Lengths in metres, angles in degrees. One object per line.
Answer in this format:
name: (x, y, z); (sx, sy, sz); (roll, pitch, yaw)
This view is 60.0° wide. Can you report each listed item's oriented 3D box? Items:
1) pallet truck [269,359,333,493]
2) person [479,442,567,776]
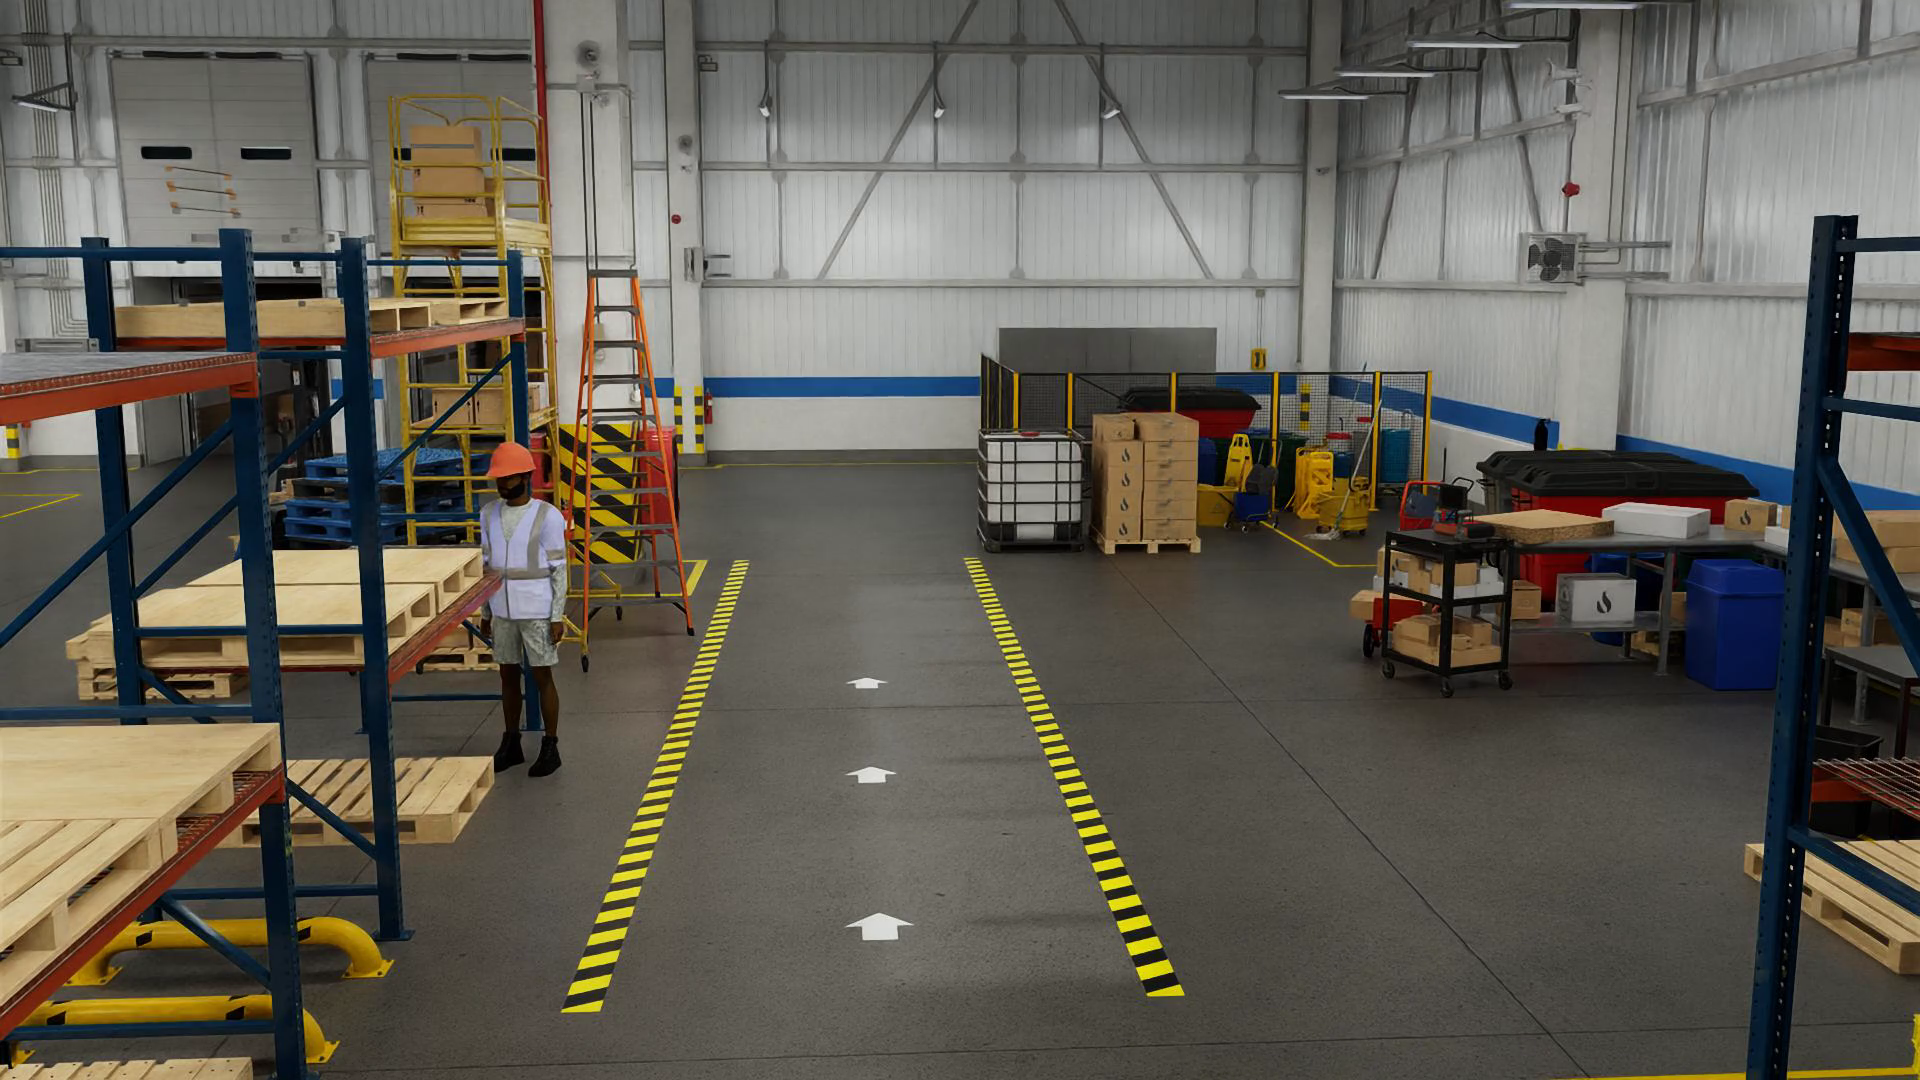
pallet truck: (-7.062, -1.131, 18.996); (1.885, 1.965, 0.823); (2, 9, 13)
person: (-2.534, 0.401, 9.565); (0.553, 1.935, 0.362); (3, 9, 18)
